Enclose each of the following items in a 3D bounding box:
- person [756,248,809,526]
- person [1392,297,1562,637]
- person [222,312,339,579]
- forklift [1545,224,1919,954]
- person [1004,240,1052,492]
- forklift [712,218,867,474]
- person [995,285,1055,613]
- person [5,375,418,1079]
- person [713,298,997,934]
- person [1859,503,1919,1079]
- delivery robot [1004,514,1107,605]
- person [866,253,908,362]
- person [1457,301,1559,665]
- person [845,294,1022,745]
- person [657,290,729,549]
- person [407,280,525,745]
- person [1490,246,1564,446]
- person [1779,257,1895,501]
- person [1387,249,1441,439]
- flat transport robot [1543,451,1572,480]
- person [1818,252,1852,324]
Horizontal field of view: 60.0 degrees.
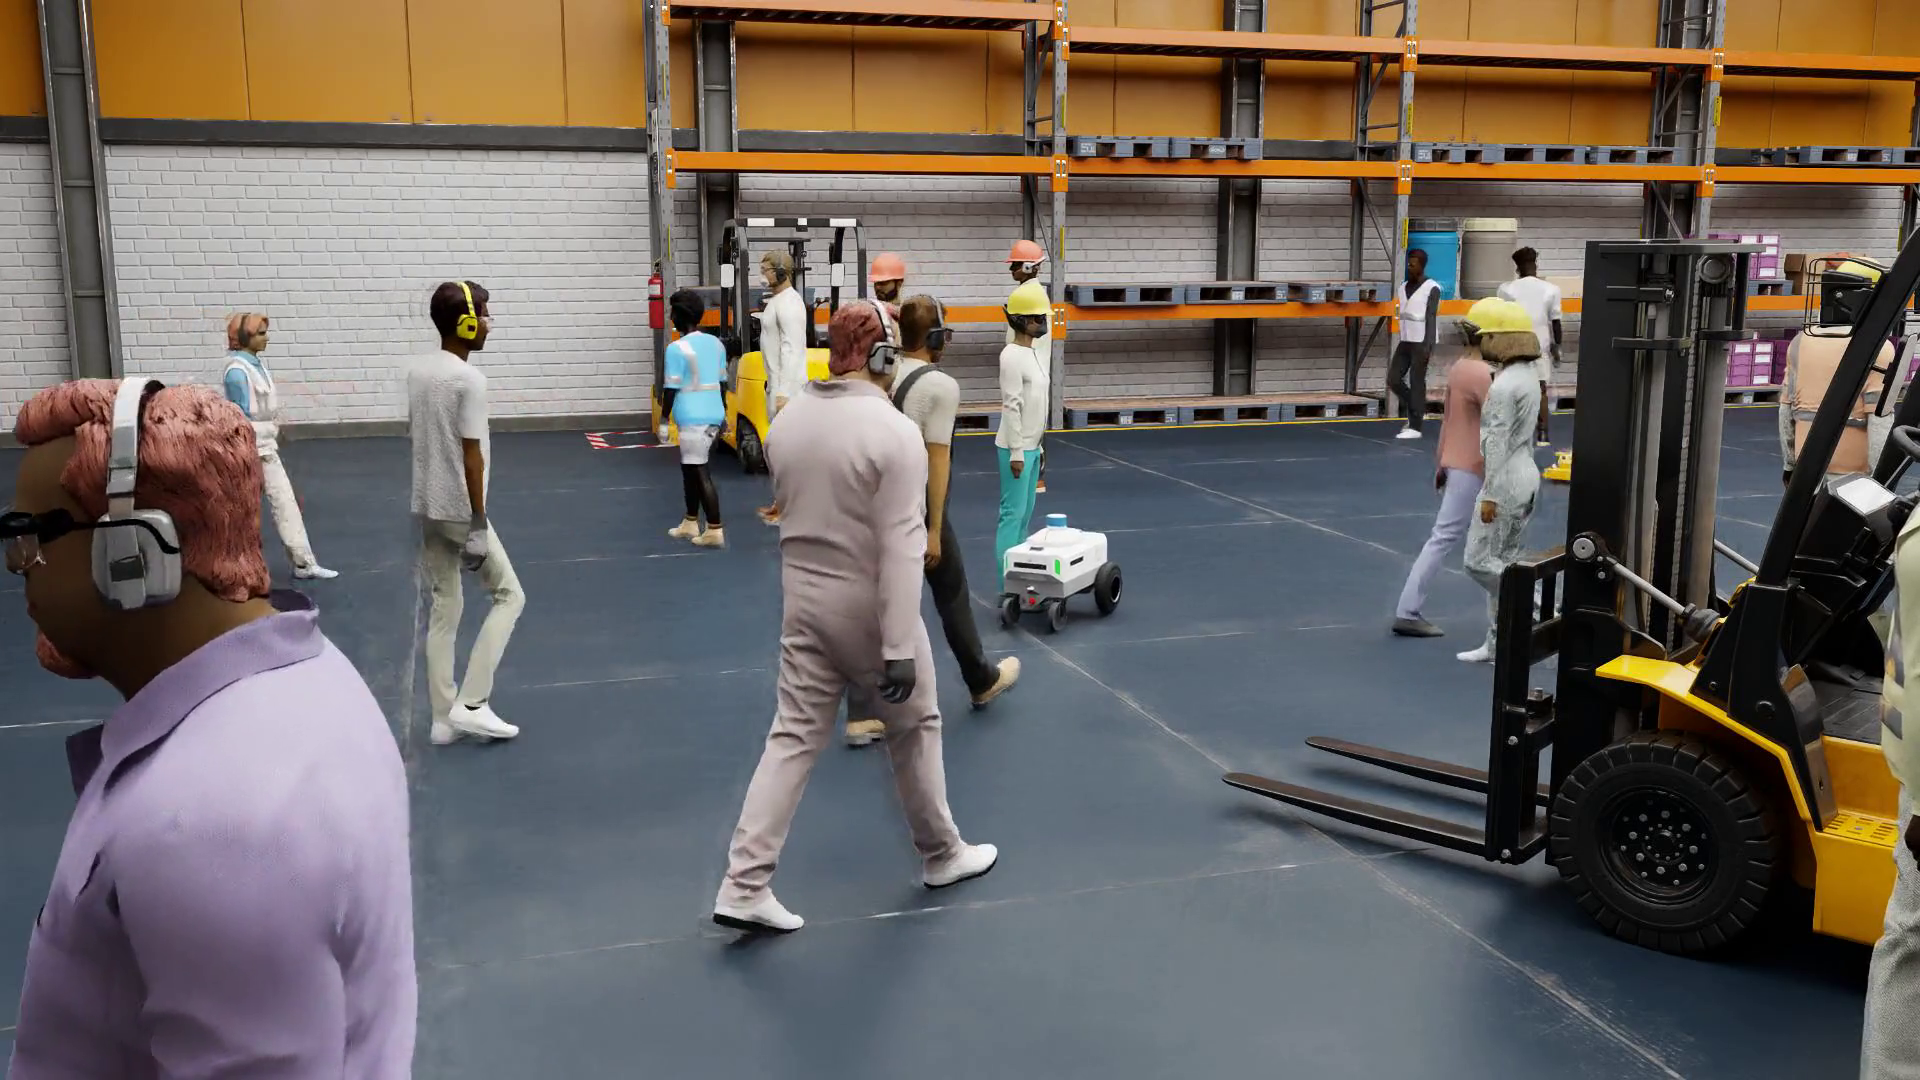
[{"bbox_3d":[-1.257,-1.074,11.742,0.372,1.940,0.631,-2,11,-12],"label":"person"},{"bbox_3d":[2.631,-0.352,8.364,0.927,1.714,0.545,0,10,-2],"label":"person"},{"bbox_3d":[-4.161,-0.525,9.664,0.855,1.599,0.535,-1,10,-7],"label":"person"},{"bbox_3d":[2.909,0.117,4.508,2.313,2.155,1.214,9,14,40],"label":"forklift"},{"bbox_3d":[0.534,-1.373,13.228,0.381,1.994,0.613,0,10,-2],"label":"person"},{"bbox_3d":[-1.522,-1.778,14.899,1.214,2.155,2.313,-3,11,-17],"label":"forklift"},{"bbox_3d":[0.357,-0.497,9.054,0.311,1.768,0.522,3,11,15],"label":"person"},{"bbox_3d":[-0.806,0.775,1.751,0.595,1.885,0.675,-3,11,-16],"label":"person"},{"bbox_3d":[-0.322,0.221,4.897,0.643,1.854,1.033,9,14,41],"label":"person"},{"bbox_3d":[2.170,0.482,3.512,0.601,1.827,0.403,-9,14,-40],"label":"person"},{"bbox_3d":[0.511,0.106,8.811,0.477,0.478,0.707,5,11,26],"label":"delivery robot"},{"bbox_3d":[-0.530,-0.950,11.162,0.556,1.926,0.655,9,13,39],"label":"person"},{"bbox_3d":[2.580,-0.236,7.712,0.469,1.726,0.494,6,12,31],"label":"person"},{"bbox_3d":[-0.147,-0.097,6.795,0.522,1.783,1.020,9,14,40],"label":"person"},{"bbox_3d":[-1.794,-0.782,10.832,0.663,1.671,0.556,5,11,26],"label":"person"},{"bbox_3d":[-1.985,-0.095,6.616,0.526,1.852,0.429,8,13,37],"label":"person"},{"bbox_3d":[5.520,-1.888,16.220,0.711,1.927,0.539,1,10,6],"label":"person"},{"bbox_3d":[4.208,-0.381,7.974,0.382,1.924,0.594,-4,11,-19],"label":"person"},{"bbox_3d":[4.559,-1.959,16.684,0.445,1.904,0.596,-5,12,-27],"label":"person"},{"bbox_3d":[5.494,-0.664,14.063,0.652,0.197,1.431,8,13,36],"label":"flat transport robot"},{"bbox_3d":[7.996,-1.682,15.216,0.355,1.887,0.573,3,11,18],"label":"person"}]
